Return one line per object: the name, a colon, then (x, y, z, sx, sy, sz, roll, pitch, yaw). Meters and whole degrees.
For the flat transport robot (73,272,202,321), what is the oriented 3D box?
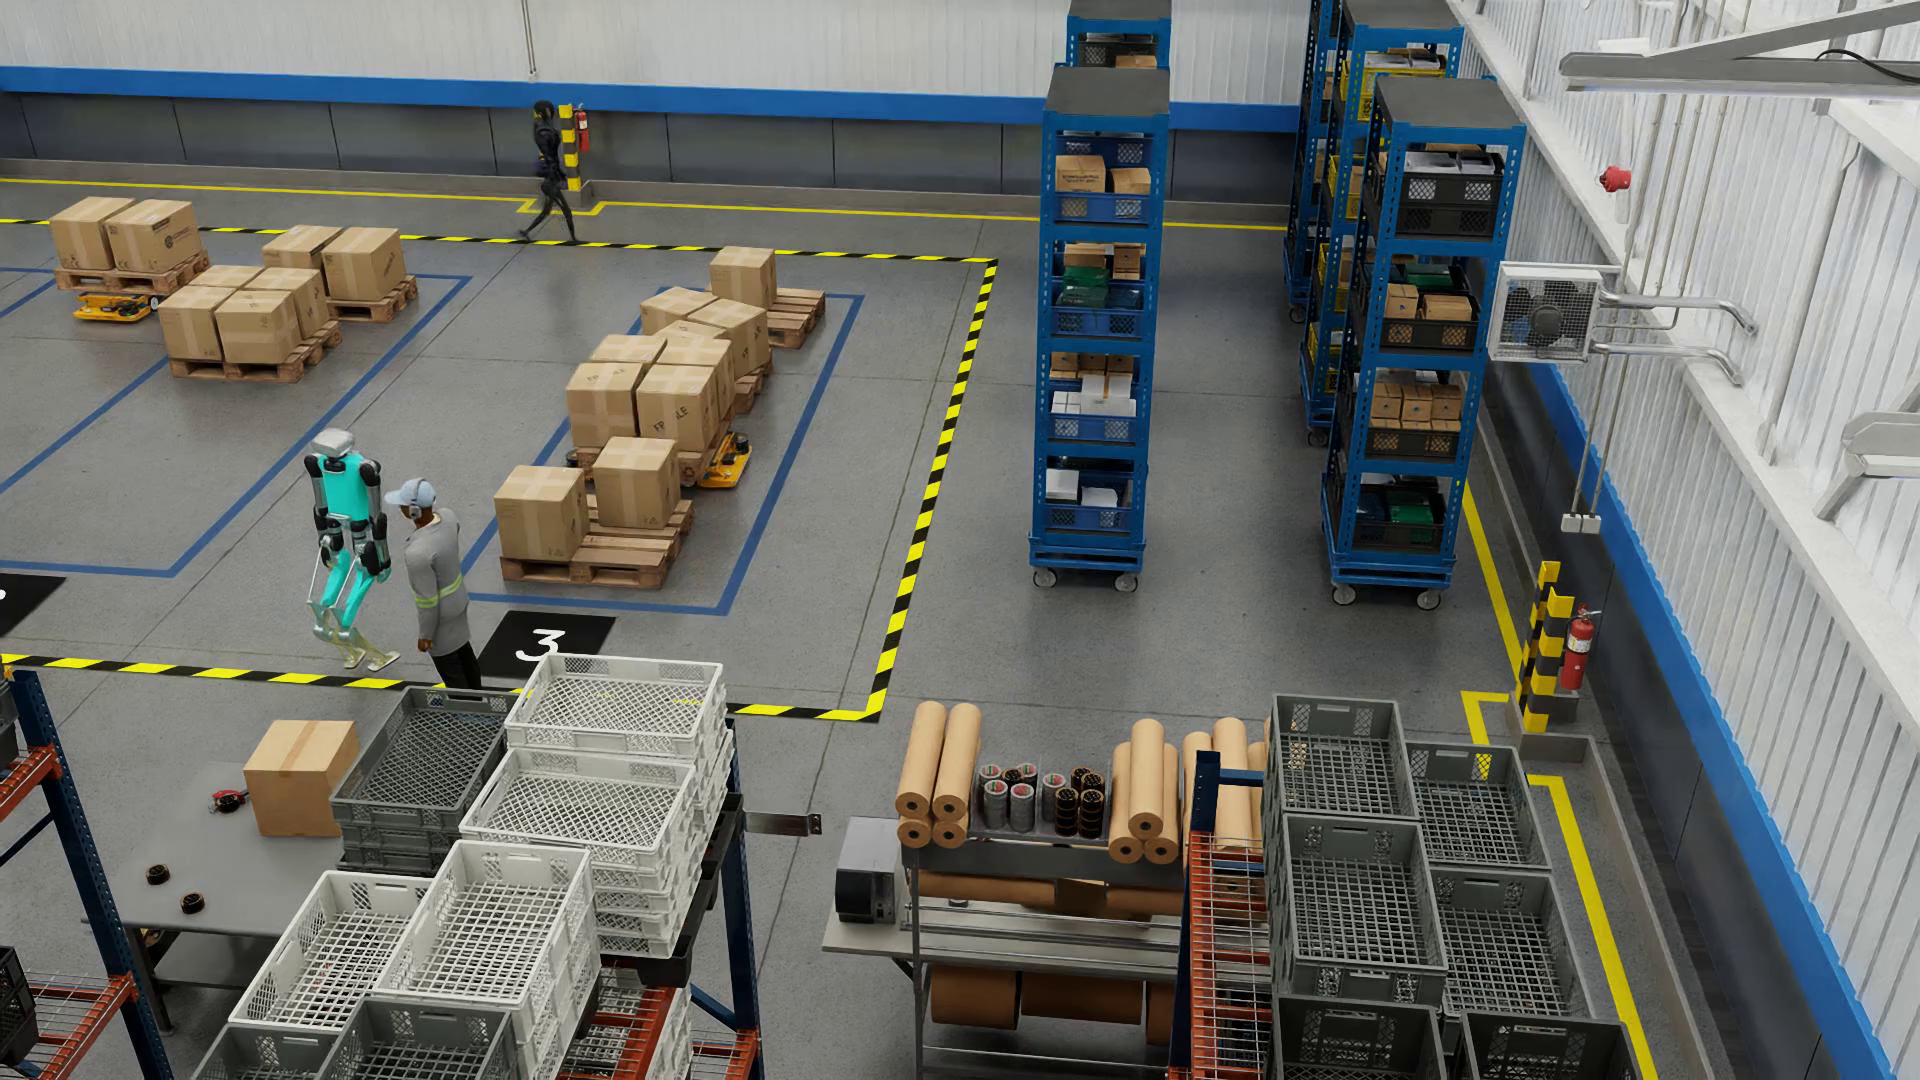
flat transport robot: (-8.441, -2.620, 17.146, 0.652, 0.197, 1.431, 4, 30, 7)

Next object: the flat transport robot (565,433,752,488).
flat transport robot: (-2.507, -0.705, 13.856, 1.431, 0.197, 0.652, 3, 30, 6)

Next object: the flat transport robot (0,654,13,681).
flat transport robot: (-7.142, 0.969, 11.010, 1.431, 0.231, 0.659, 3, 30, 6)

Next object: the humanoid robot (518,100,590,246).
humanoid robot: (-4.536, -4.005, 18.221, 0.795, 1.644, 0.603, -2, 30, -3)

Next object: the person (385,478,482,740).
person: (-3.248, 0.433, 10.356, 0.365, 1.852, 0.589, 2, 30, 3)

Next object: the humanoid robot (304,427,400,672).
humanoid robot: (-4.055, 0.150, 10.823, 0.533, 1.677, 0.735, 9, 31, 16)
